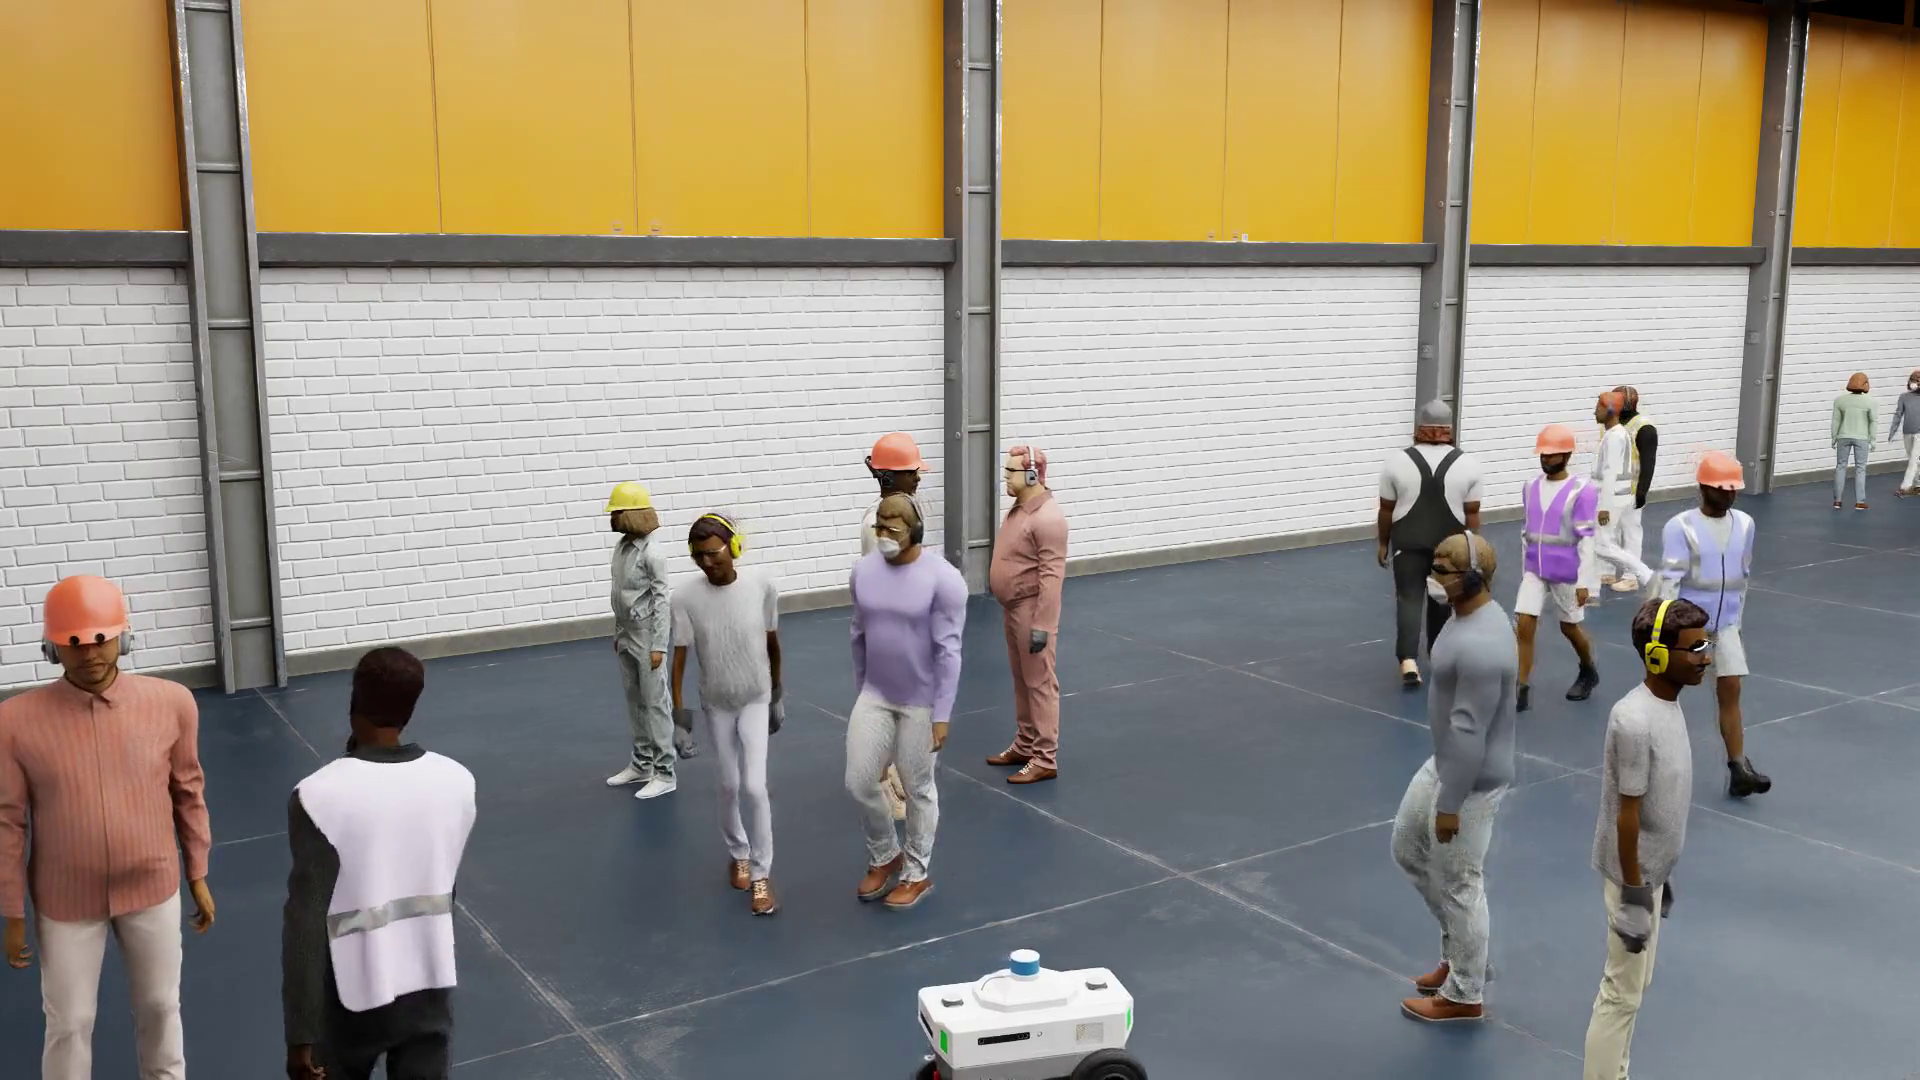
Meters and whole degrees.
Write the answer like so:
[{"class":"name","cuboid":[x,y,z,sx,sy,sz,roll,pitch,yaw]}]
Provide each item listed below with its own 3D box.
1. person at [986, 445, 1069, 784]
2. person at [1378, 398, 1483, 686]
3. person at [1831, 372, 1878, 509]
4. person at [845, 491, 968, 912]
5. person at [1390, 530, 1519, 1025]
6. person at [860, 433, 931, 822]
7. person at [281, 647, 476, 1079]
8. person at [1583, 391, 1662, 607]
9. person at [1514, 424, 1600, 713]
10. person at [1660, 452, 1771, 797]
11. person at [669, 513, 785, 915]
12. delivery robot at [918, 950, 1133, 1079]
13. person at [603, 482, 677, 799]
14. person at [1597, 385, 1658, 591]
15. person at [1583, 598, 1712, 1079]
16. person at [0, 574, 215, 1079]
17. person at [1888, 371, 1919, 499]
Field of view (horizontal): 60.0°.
[{"class":"person","cuboid":[0.367,0.414,9.411,0.405,1.911,0.636,-2,10,-15]},{"class":"person","cuboid":[3.261,-0.014,11.590,0.688,2.000,0.961,3,10,16]},{"class":"person","cuboid":[10.662,-1.182,19.852,0.501,1.633,0.284,9,13,42]},{"class":"person","cuboid":[-0.262,0.734,7.448,0.624,1.921,0.457,5,11,28]},{"class":"person","cuboid":[1.882,0.914,6.352,0.446,1.924,0.658,2,10,13]},{"class":"person","cuboid":[-0.334,0.452,8.781,0.375,2.044,0.607,1,9,5]},{"class":"person","cuboid":[-1.639,1.237,4.617,0.815,1.856,0.674,8,12,40]},{"class":"person","cuboid":[5.533,-0.325,14.003,0.696,1.860,0.582,3,10,18]},{"class":"person","cuboid":[3.923,0.178,10.886,0.937,1.905,0.558,-7,12,-36]},{"class":"person","cuboid":[4.171,0.452,9.255,0.573,1.879,0.998,-1,9,-6]},{"class":"person","cuboid":[-1.047,0.769,7.535,0.500,1.816,0.752,-1,10,-8]},{"class":"delivery robot","cuboid":[0.221,1.655,5.720,0.707,0.478,0.477,-3,10,-15]},{"class":"person","cuboid":[-1.773,0.544,9.127,0.322,1.742,0.493,-8,12,-38]},{"class":"person","cuboid":[5.921,-0.465,14.913,0.429,1.840,0.629,-3,10,-18]},{"class":"person","cuboid":[2.235,1.100,5.392,0.330,1.873,0.521,6,11,33]},{"class":"person","cuboid":[-2.628,1.082,5.129,0.622,1.992,0.396,-7,12,-36]},{"class":"person","cuboid":[11.932,-1.320,20.824,0.875,1.582,0.529,-5,11,-29]}]
